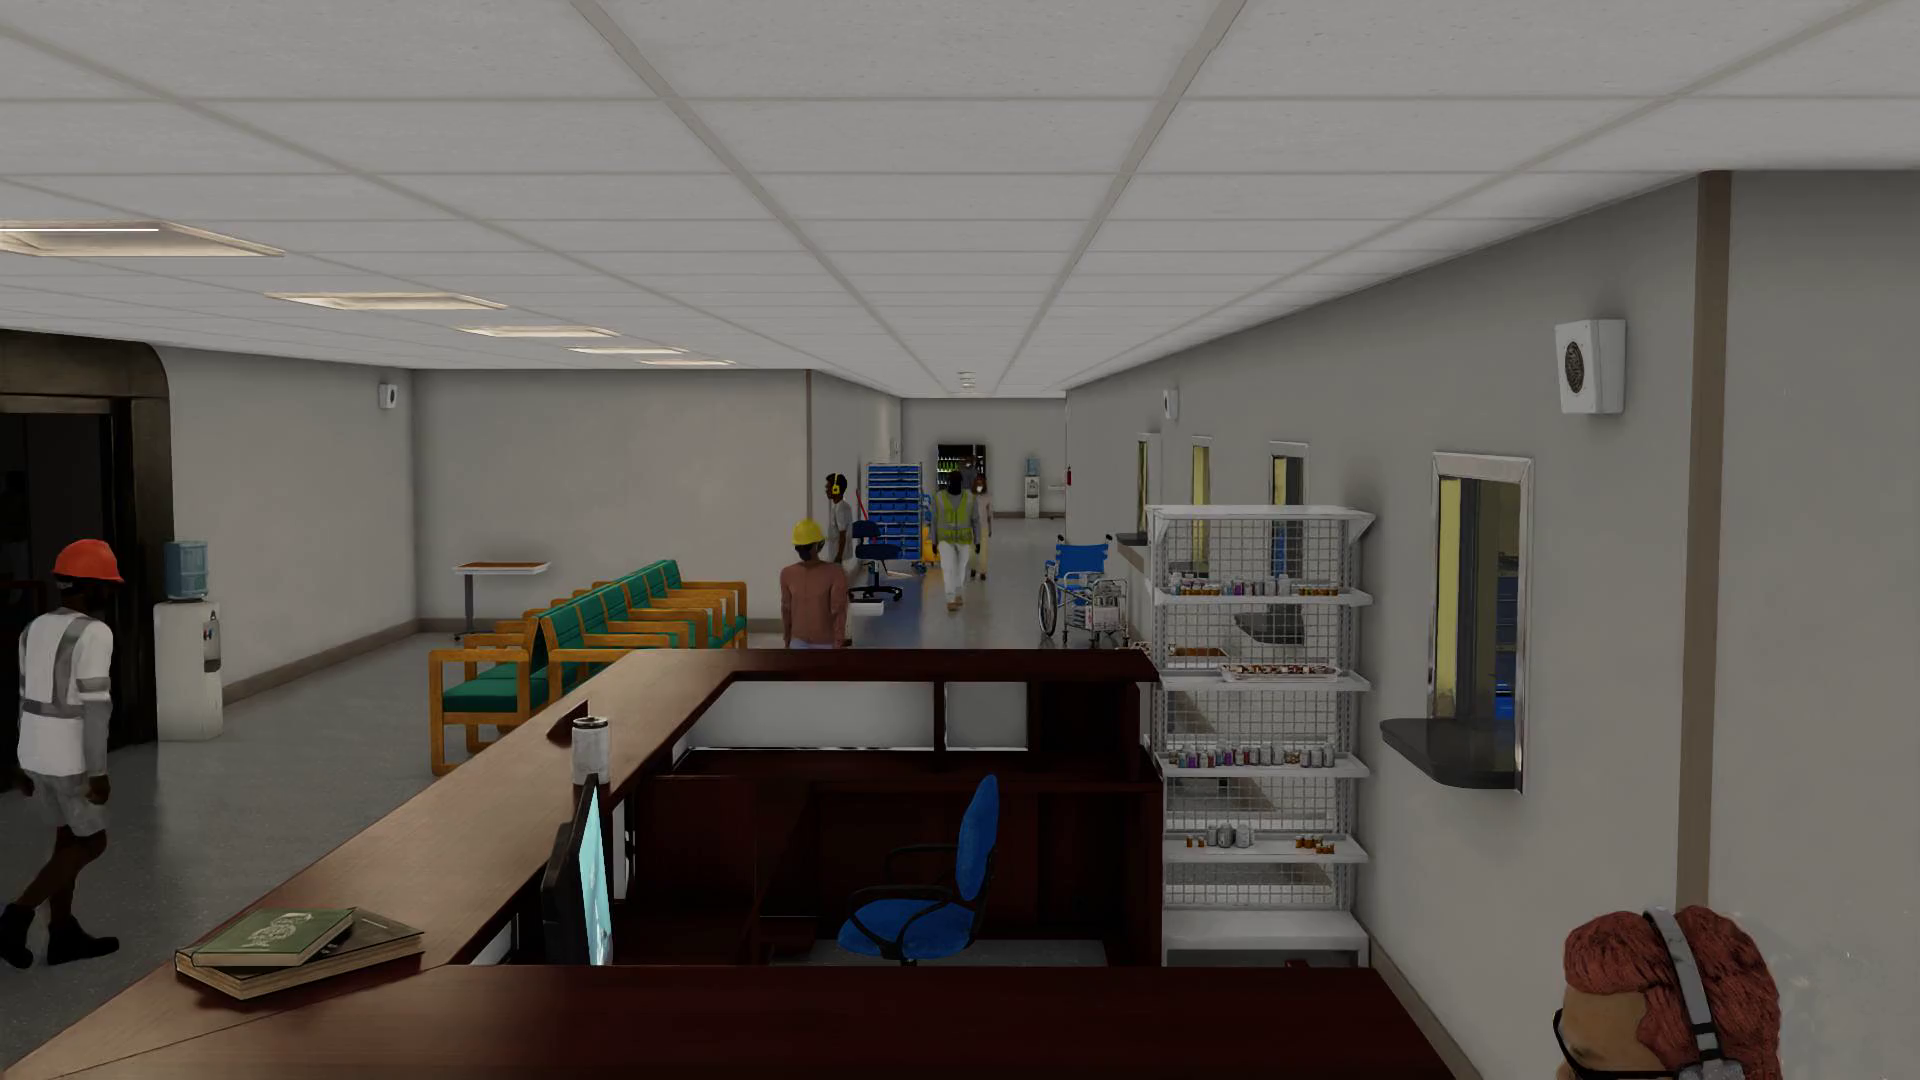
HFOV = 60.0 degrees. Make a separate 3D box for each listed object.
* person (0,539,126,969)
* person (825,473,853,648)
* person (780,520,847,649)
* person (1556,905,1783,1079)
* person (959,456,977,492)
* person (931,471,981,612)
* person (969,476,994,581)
[{"bbox_3d":[-3.958,0.950,7.279,0.570,1.907,0.665,3,5,35],"label":"person"},{"bbox_3d":[-1.302,0.222,17.757,0.312,1.869,0.537,0,4,1],"label":"person"},{"bbox_3d":[-1.044,0.732,11.581,0.528,1.734,0.785,1,4,14],"label":"person"},{"bbox_3d":[0.837,1.342,1.925,0.557,1.881,0.682,4,6,43],"label":"person"},{"bbox_3d":[0.127,-1.177,39.214,0.598,1.611,0.314,3,5,37],"label":"person"},{"bbox_3d":[-0.060,-0.005,21.484,0.640,1.801,0.962,-1,4,-8],"label":"person"},{"bbox_3d":[0.267,-0.193,25.493,0.500,1.591,0.856,0,4,2],"label":"person"}]
